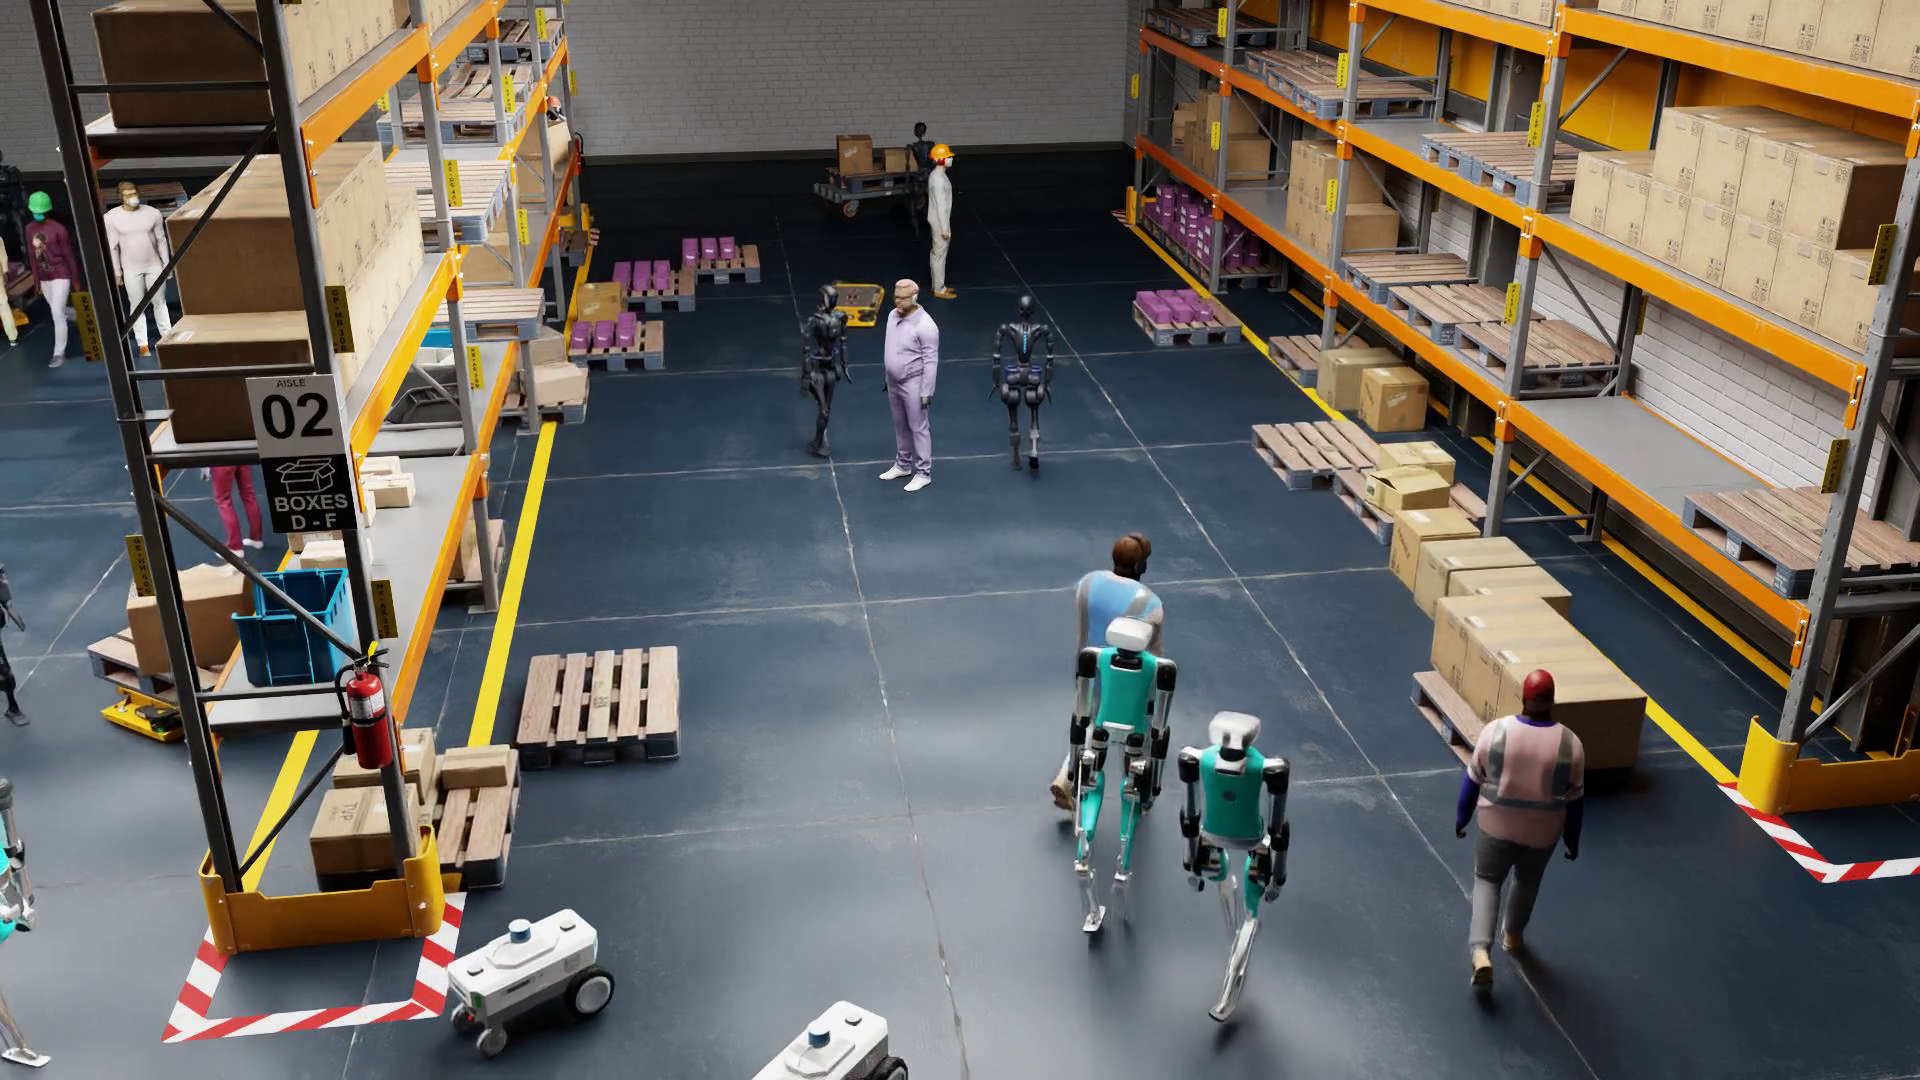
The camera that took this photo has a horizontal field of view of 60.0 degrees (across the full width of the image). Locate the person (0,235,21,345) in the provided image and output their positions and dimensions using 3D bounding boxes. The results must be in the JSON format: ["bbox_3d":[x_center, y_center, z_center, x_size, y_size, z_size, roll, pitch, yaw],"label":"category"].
[{"bbox_3d":[-11.010,-3.029,18.729,0.560,1.752,0.325,-14,28,-30],"label":"person"}]

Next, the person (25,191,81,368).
[{"bbox_3d":[-9.910,-2.927,18.313,0.496,1.910,0.881,5,24,11],"label":"person"}]

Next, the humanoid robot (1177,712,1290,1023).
[{"bbox_3d":[1.397,1.534,8.347,0.562,1.725,0.942,8,25,18],"label":"humanoid robot"}]

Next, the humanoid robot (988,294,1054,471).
[{"bbox_3d":[0.553,-1.400,15.127,0.600,1.643,0.452,-1,24,-1],"label":"humanoid robot"}]

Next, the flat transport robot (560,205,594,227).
[{"bbox_3d":[-6.122,-4.721,24.434,1.431,0.231,0.659,-4,24,-8],"label":"flat transport robot"}]

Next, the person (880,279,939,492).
[{"bbox_3d":[-0.476,-1.383,14.794,0.411,1.906,0.652,-17,29,-34],"label":"person"}]

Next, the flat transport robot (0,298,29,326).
[{"bbox_3d":[-11.805,-2.564,19.520,1.431,0.231,0.659,-19,30,-36],"label":"flat transport robot"}]

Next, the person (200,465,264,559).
[{"bbox_3d":[-5.920,-0.636,13.441,0.315,1.623,0.512,9,25,19],"label":"person"}]

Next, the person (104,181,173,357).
[{"bbox_3d":[-9.082,-3.014,18.469,0.635,1.939,0.365,-18,29,-35],"label":"person"}]

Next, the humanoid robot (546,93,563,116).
[{"bbox_3d":[-6.719,-6.724,27.276,0.612,1.634,0.674,3,24,8],"label":"humanoid robot"}]

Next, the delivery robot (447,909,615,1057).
[{"bbox_3d":[-2.180,2.170,8.354,0.759,0.575,0.499,-21,31,-39],"label":"delivery robot"}]

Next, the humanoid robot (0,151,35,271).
[{"bbox_3d":[-12.611,-4.381,21.975,0.772,1.633,0.610,21,32,40],"label":"humanoid robot"}]

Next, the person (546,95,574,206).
[{"bbox_3d":[-6.068,-5.807,25.059,0.562,1.751,0.329,6,24,14],"label":"person"}]

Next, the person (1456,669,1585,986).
[{"bbox_3d":[2.857,1.477,8.509,0.612,1.723,0.761,8,25,17],"label":"person"}]

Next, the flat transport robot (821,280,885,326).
[{"bbox_3d":[-1.303,-2.870,20.216,0.659,0.231,1.431,1,24,2],"label":"flat transport robot"}]

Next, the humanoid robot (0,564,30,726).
[{"bbox_3d":[-6.460,0.481,10.824,0.590,1.649,0.342,-16,28,-32],"label":"humanoid robot"}]

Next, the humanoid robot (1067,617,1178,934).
[{"bbox_3d":[0.795,1.393,8.799,0.549,1.850,0.846,6,24,14],"label":"humanoid robot"}]

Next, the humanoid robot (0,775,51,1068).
[{"bbox_3d":[-4.692,1.782,7.791,0.684,1.787,0.541,8,25,18],"label":"humanoid robot"}]

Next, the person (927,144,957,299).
[{"bbox_3d":[-0.229,-3.967,20.693,0.352,1.898,0.562,-2,24,-5],"label":"person"}]

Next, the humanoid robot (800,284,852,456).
[{"bbox_3d":[-1.276,-1.600,15.582,0.488,1.639,0.583,20,31,38],"label":"humanoid robot"}]

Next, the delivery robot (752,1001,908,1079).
[{"bbox_3d":[-0.627,2.475,7.686,0.499,0.596,0.775,15,28,30],"label":"delivery robot"}]

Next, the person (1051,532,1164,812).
[{"bbox_3d":[0.914,0.823,9.889,0.762,1.813,0.626,-21,32,-40],"label":"person"}]

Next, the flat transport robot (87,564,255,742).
[{"bbox_3d":[-5.109,0.943,11.528,0.659,0.231,1.431,13,27,27],"label":"flat transport robot"}]

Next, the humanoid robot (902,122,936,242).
[{"bbox_3d":[-0.522,-5.025,23.361,0.599,1.638,0.378,-16,28,-32],"label":"humanoid robot"}]
